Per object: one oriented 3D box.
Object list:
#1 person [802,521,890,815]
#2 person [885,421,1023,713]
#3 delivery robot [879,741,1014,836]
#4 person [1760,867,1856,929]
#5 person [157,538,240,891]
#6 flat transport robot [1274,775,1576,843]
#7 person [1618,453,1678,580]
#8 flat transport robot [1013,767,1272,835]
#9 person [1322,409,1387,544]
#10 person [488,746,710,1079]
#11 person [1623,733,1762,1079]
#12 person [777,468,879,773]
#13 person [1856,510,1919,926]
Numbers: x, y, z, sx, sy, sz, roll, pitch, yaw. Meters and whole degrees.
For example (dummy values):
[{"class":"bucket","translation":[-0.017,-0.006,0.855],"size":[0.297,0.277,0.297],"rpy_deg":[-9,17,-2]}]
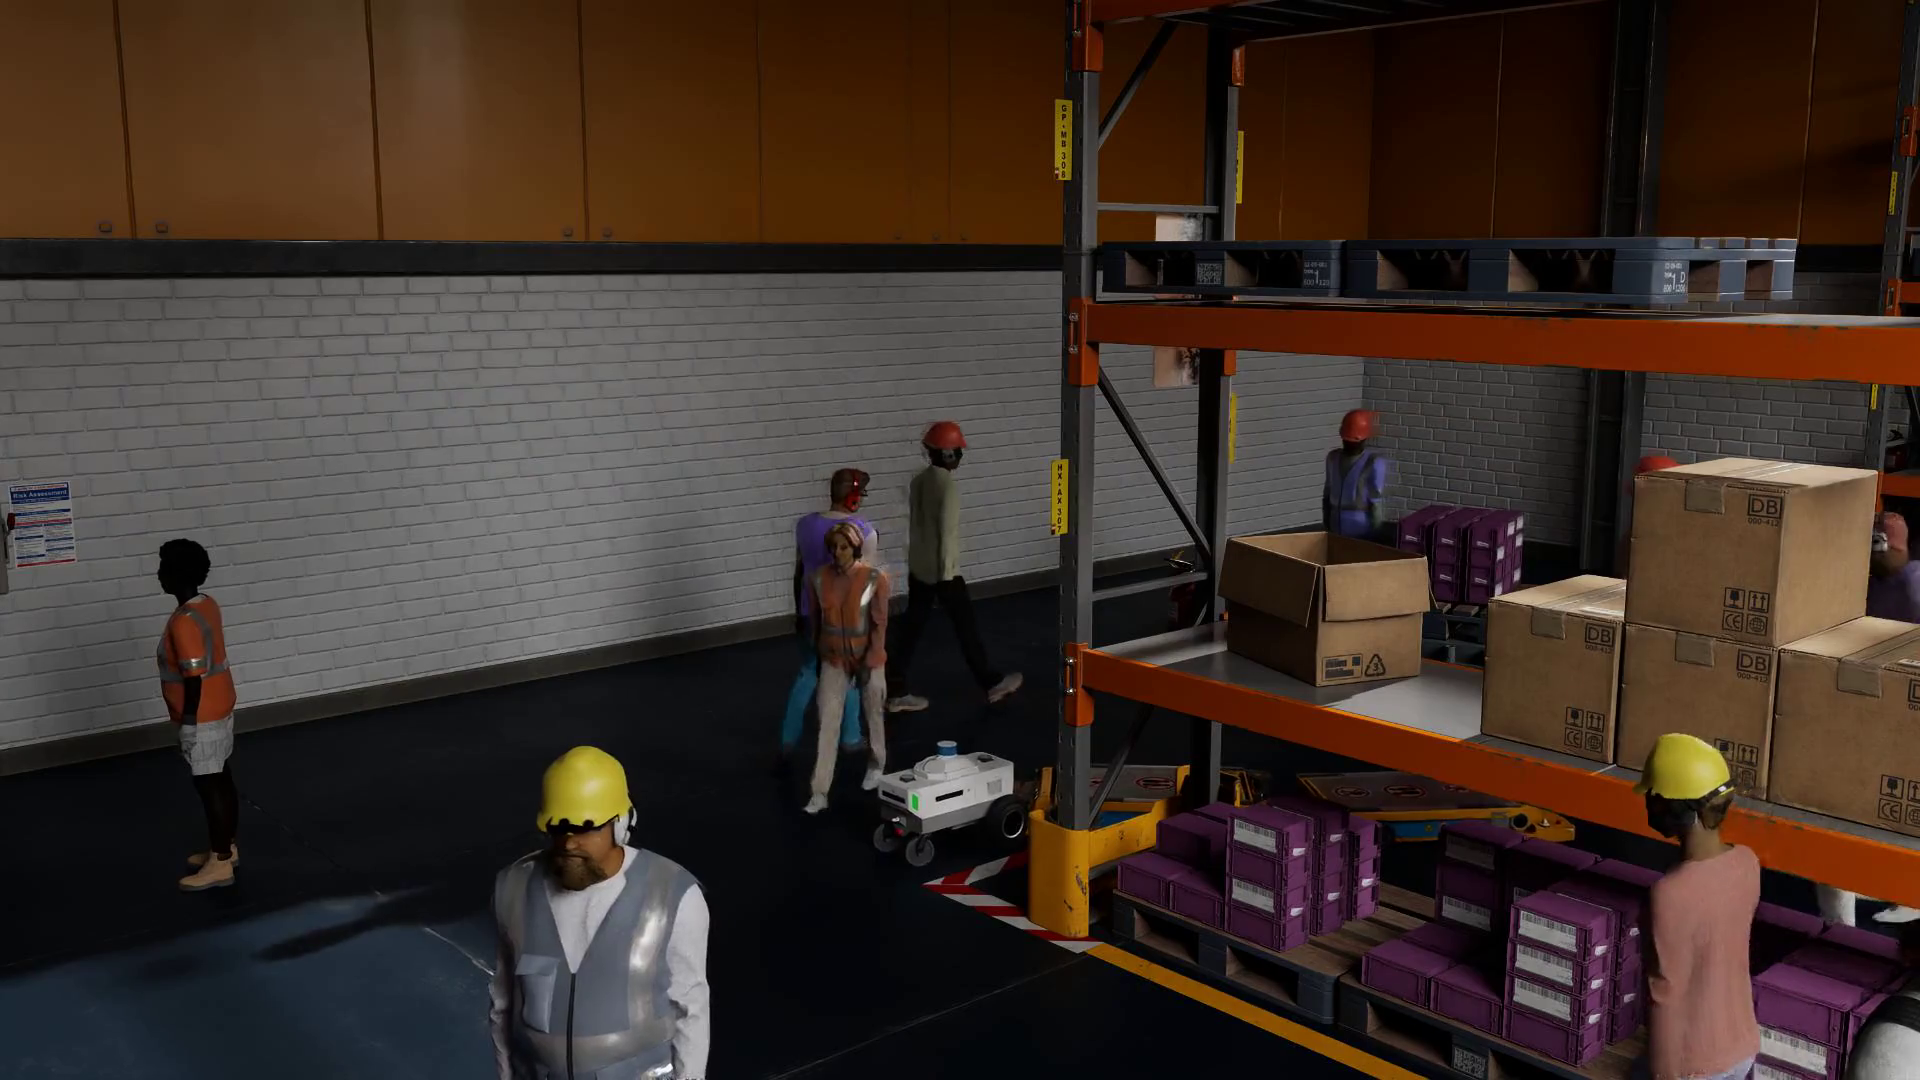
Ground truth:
[{"class":"person","translation":[-0.614,0.681,9.204],"size":[0.501,1.586,0.845],"rpy_deg":[3,10,15]},{"class":"person","translation":[-0.081,0.175,11.130],"size":[1.009,1.936,0.646],"rpy_deg":[-5,11,-29]},{"class":"delivery robot","translation":[-0.068,1.271,8.506],"size":[0.707,0.478,0.477],"rpy_deg":[-8,13,-40]},{"class":"person","translation":[3.566,0.917,7.248],"size":[0.660,1.796,0.898],"rpy_deg":[-8,12,-38]},{"class":"person","translation":[-3.667,0.831,8.015],"size":[0.322,1.697,0.533],"rpy_deg":[-2,10,-13]},{"class":"flat transport robot","translation":[2.423,1.412,8.786],"size":[1.431,0.197,0.652],"rpy_deg":[-1,10,-5]},{"class":"person","translation":[3.905,0.491,9.233],"size":[0.640,1.961,0.580],"rpy_deg":[-7,12,-37]},{"class":"flat transport robot","translation":[0.966,1.392,8.901],"size":[1.431,0.197,0.652],"rpy_deg":[1,10,5]},{"class":"person","translation":[3.033,-0.072,12.757],"size":[0.586,1.895,0.569],"rpy_deg":[-7,12,-36]},{"class":"person","translation":[-0.935,1.406,4.299],"size":[0.588,1.825,0.404],"rpy_deg":[1,10,7]},{"class":"person","translation":[2.009,1.396,4.560],"size":[0.522,1.748,0.442],"rpy_deg":[-7,12,-35]},{"class":"person","translation":[-0.782,0.473,9.838],"size":[0.615,1.802,0.890],"rpy_deg":[5,11,27]},{"class":"person","translation":[4.319,0.801,7.715],"size":[0.448,1.866,0.696],"rpy_deg":[2,10,11]}]
